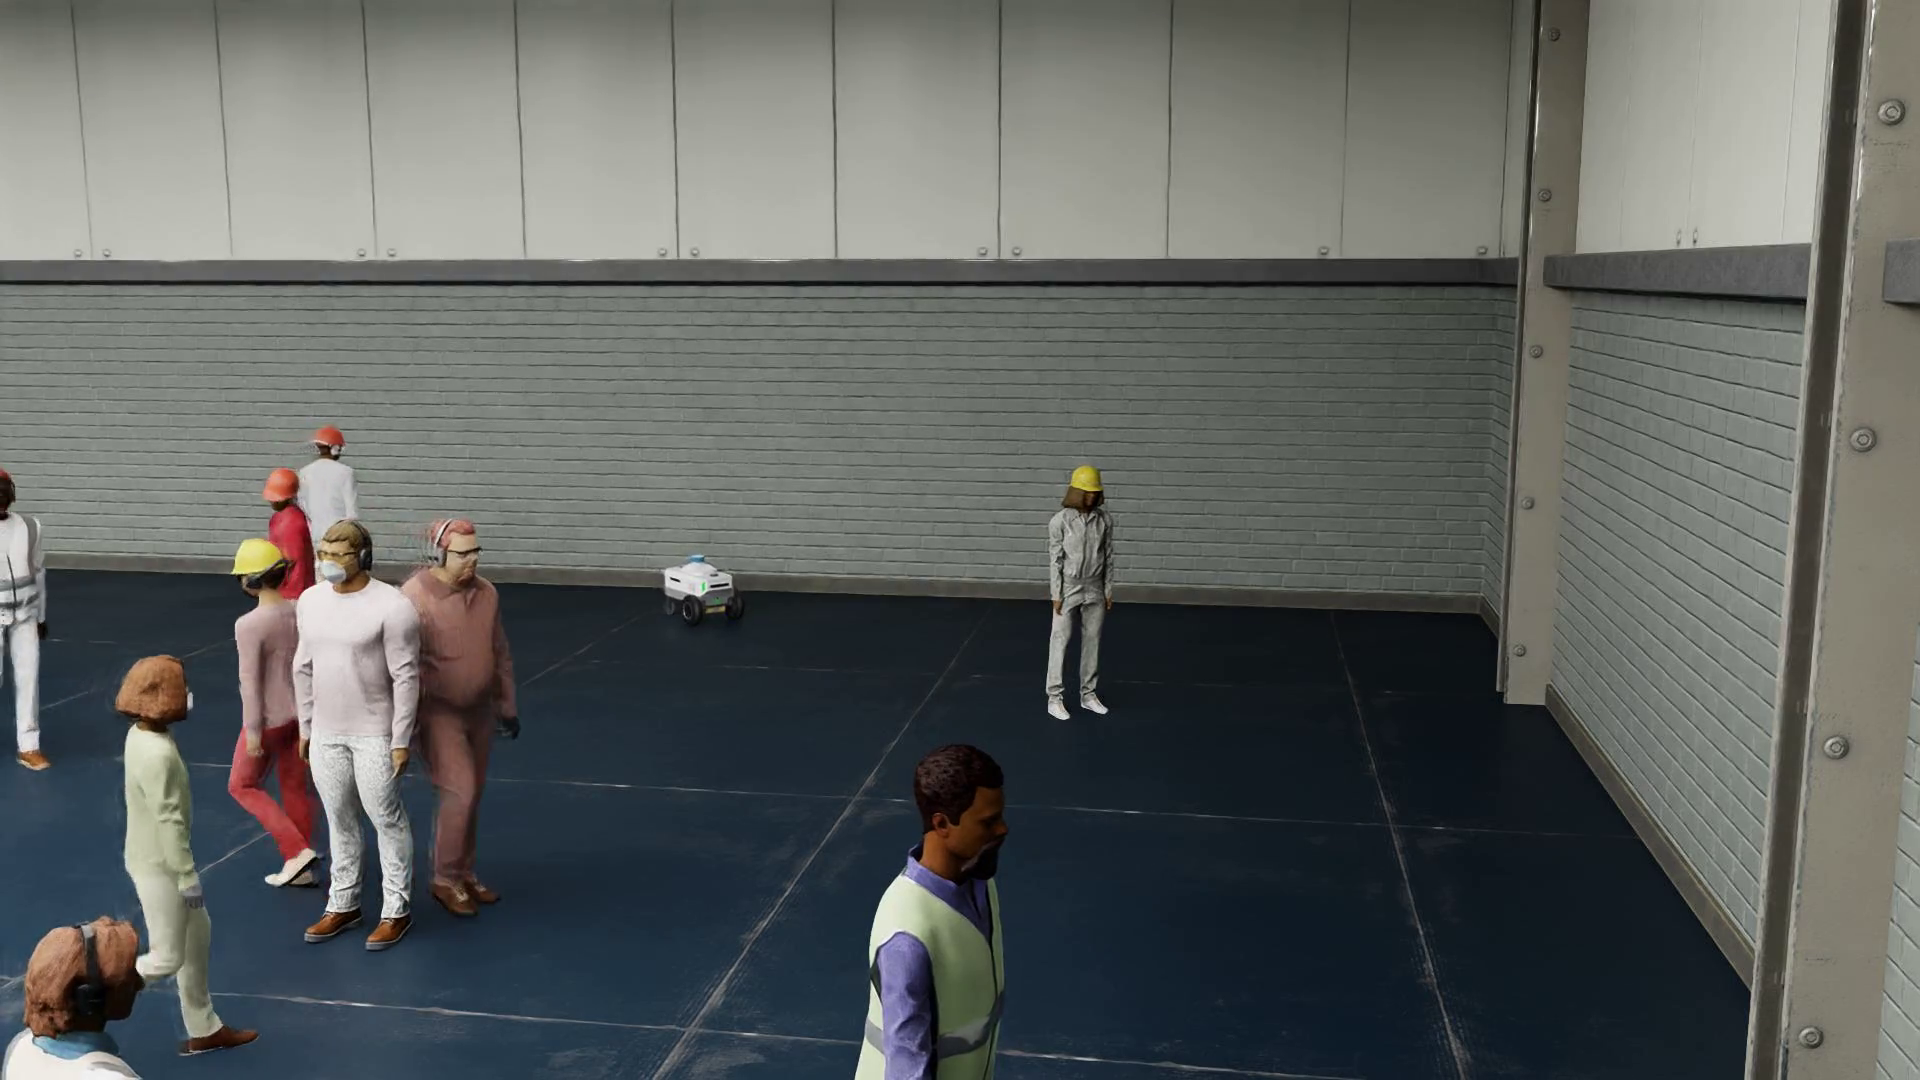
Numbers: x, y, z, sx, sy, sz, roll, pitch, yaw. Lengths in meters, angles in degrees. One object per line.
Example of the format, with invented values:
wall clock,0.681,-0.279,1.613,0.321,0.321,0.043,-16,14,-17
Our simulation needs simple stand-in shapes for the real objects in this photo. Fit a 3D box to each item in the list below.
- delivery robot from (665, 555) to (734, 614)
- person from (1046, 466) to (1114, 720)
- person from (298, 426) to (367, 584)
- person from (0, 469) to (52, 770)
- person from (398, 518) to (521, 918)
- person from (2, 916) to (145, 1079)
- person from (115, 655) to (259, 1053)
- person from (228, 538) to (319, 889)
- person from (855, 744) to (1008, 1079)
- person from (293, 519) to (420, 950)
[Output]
delivery robot,-2.270,0.375,14.464,0.477,0.478,0.707,-7,12,-38
person,0.826,0.353,11.275,0.482,1.733,0.352,-4,10,-25
person,-5.236,-0.099,14.058,0.597,1.725,0.716,3,10,18
person,-5.905,0.468,10.182,0.721,1.864,0.580,6,11,34
person,-2.320,0.833,7.821,0.530,1.887,0.669,5,10,26
person,-1.894,1.633,3.664,0.522,1.636,0.311,7,11,35
person,-3.065,1.228,6.242,0.651,1.610,0.500,-4,10,-25
person,-3.344,0.858,8.076,0.368,1.751,0.527,3,10,17
person,-0.067,1.425,4.130,0.388,1.910,0.584,2,10,15
person,-2.709,0.867,7.466,0.631,1.940,0.372,3,10,17
